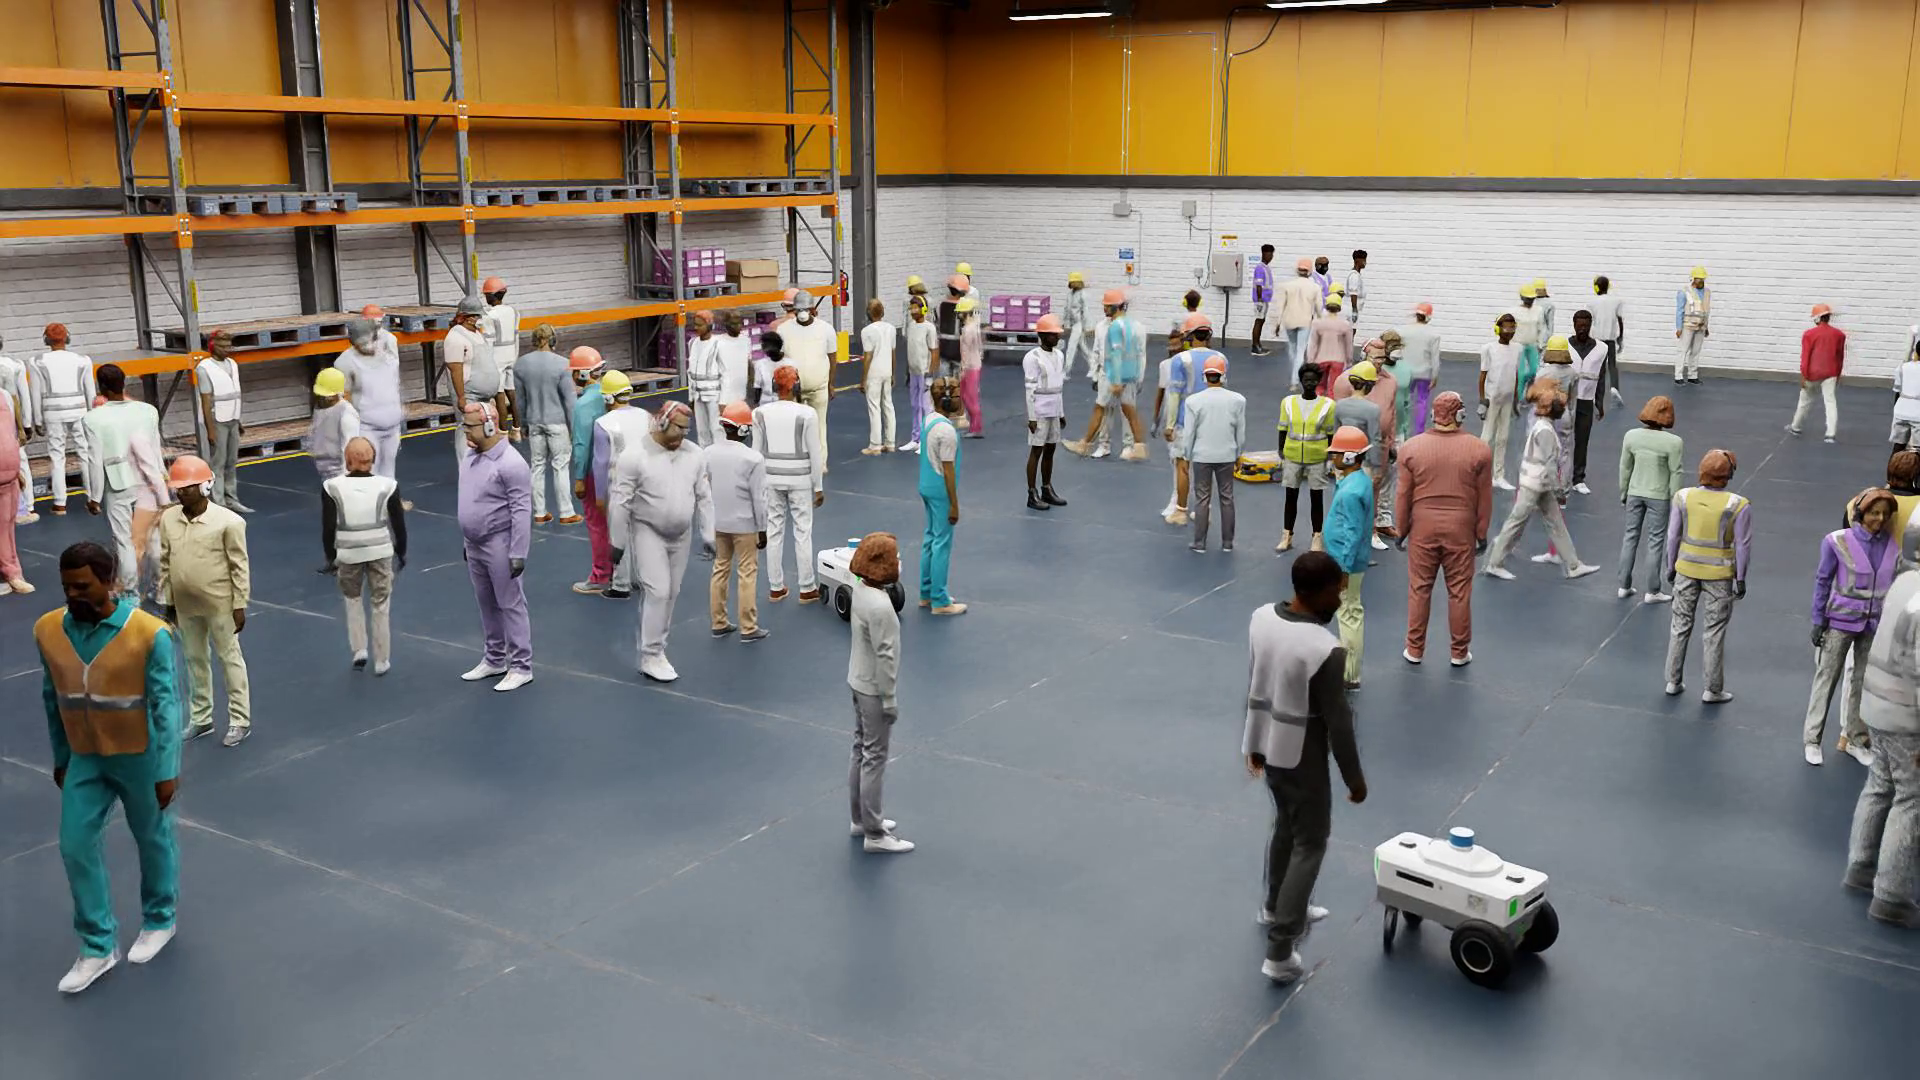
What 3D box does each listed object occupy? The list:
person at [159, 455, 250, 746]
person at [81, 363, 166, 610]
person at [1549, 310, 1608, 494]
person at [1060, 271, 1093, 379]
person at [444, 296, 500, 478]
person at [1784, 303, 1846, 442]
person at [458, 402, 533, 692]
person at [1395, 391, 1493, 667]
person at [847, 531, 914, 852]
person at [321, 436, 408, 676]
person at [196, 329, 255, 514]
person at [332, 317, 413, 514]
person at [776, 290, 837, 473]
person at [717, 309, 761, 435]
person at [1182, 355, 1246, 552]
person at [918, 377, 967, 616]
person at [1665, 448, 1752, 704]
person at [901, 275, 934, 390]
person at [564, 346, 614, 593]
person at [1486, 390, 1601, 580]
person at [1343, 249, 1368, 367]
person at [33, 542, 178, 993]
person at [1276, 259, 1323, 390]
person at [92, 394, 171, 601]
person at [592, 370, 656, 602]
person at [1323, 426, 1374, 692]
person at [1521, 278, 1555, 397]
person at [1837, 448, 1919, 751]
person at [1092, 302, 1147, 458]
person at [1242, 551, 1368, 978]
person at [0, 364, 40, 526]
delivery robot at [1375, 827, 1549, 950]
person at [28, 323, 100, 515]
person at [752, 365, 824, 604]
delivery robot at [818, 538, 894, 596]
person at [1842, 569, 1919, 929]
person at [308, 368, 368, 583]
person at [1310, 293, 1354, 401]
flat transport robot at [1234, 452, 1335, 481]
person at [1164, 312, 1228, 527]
[{"bbox_3d":[-4.489,0.360,9.869,0.562,1.753,0.327,3,13,12],"label":"person"},{"bbox_3d":[-6.419,-0.403,12.825,0.391,1.919,0.587,9,16,33],"label":"person"},{"bbox_3d":[6.403,-1.439,17.315,0.596,1.918,0.385,1,13,4],"label":"person"},{"bbox_3d":[1.882,-3.398,26.290,0.895,1.702,0.496,-6,14,-26],"label":"person"},{"bbox_3d":[-5.166,-1.595,17.726,0.535,2.000,0.679,2,13,7],"label":"person"},{"bbox_3d":[10.662,-2.084,20.616,0.588,1.688,0.951,0,13,-2],"label":"person"},{"bbox_3d":[-3.084,0.041,10.923,0.651,1.906,0.403,11,17,41],"label":"person"},{"bbox_3d":[3.311,-0.070,11.419,0.636,1.903,0.404,4,14,17],"label":"person"},{"bbox_3d":[-0.419,0.758,8.409,0.286,1.634,0.500,-4,14,-16],"label":"person"},{"bbox_3d":[-4.023,0.100,11.289,0.538,1.621,0.503,-4,13,-15],"label":"person"},{"bbox_3d":[-7.143,-1.119,16.111,0.402,1.835,0.564,1,13,6],"label":"person"},{"bbox_3d":[-5.558,-1.189,15.961,0.536,2.000,0.873,6,14,23],"label":"person"},{"bbox_3d":[-1.698,-1.738,18.347,0.683,2.000,0.536,0,13,-1],"label":"person"},{"bbox_3d":[-2.488,-1.656,18.476,0.445,1.824,0.498,10,16,36],"label":"person"},{"bbox_3d":[2.239,-0.759,14.737,0.562,1.746,0.339,-1,13,-4],"label":"person"},{"bbox_3d":[-0.137,-0.328,12.690,0.342,1.841,0.512,-5,14,-19],"label":"person"},{"bbox_3d":[4.790,0.229,10.681,0.310,1.644,0.523,-12,17,-41],"label":"person"},{"bbox_3d":[-0.627,-3.141,25.168,0.508,1.710,0.623,4,13,15],"label":"person"},{"bbox_3d":[-2.942,-0.564,13.377,0.407,1.987,0.615,3,13,12],"label":"person"},{"bbox_3d":[4.810,-0.426,13.650,0.911,1.580,0.530,6,14,24],"label":"person"},{"bbox_3d":[6.596,-3.875,27.809,0.376,1.958,0.599,3,13,12],"label":"person"},{"bbox_3d":[-3.611,0.951,6.988,0.628,1.892,0.761,1,13,2],"label":"person"},{"bbox_3d":[5.187,-3.284,25.252,0.650,1.940,1.021,7,15,29],"label":"person"},{"bbox_3d":[-6.397,-0.305,12.899,0.895,1.679,0.573,-10,16,-37],"label":"person"},{"bbox_3d":[-2.660,-0.430,13.161,0.404,1.823,0.591,10,16,36],"label":"person"},{"bbox_3d":[2.524,0.121,10.911,0.339,1.749,0.573,4,14,16],"label":"person"},{"bbox_3d":[8.372,-2.936,24.214,0.489,1.737,0.315,4,13,15],"label":"person"},{"bbox_3d":[5.394,0.379,9.602,0.429,1.844,0.623,-6,14,-26],"label":"person"},{"bbox_3d":[1.811,-1.876,19.237,0.654,1.906,0.406,7,15,27],"label":"person"},{"bbox_3d":[1.479,0.931,7.191,0.631,1.862,0.621,-6,14,-25],"label":"person"},{"bbox_3d":[-9.126,-1.047,15.775,0.505,1.846,0.346,0,13,2],"label":"person"},{"bbox_3d":[2.194,1.507,7.320,0.477,0.478,0.707,-13,18,-44],"label":"delivery robot"},{"bbox_3d":[-8.795,-1.196,16.373,0.573,1.877,0.364,-10,16,-37],"label":"person"},{"bbox_3d":[-1.335,-0.433,13.024,0.573,1.886,0.354,4,14,17],"label":"person"},{"bbox_3d":[-0.813,0.232,12.851,0.477,0.478,0.707,-8,15,-31],"label":"delivery robot"},{"bbox_3d":[4.361,0.793,7.602,0.449,1.933,0.694,4,14,16],"label":"person"},{"bbox_3d":[-5.119,-0.527,13.676,0.406,1.785,0.662,-11,17,-40],"label":"person"},{"bbox_3d":[4.801,-2.296,21.401,0.540,1.734,0.787,6,14,25],"label":"person"},{"bbox_3d":[3.626,-0.837,18.314,1.431,0.197,0.652,-4,14,-17],"label":"flat transport robot"},{"bbox_3d":[2.222,-1.138,15.772,0.614,2.030,0.409,-6,14,-25],"label":"person"}]
